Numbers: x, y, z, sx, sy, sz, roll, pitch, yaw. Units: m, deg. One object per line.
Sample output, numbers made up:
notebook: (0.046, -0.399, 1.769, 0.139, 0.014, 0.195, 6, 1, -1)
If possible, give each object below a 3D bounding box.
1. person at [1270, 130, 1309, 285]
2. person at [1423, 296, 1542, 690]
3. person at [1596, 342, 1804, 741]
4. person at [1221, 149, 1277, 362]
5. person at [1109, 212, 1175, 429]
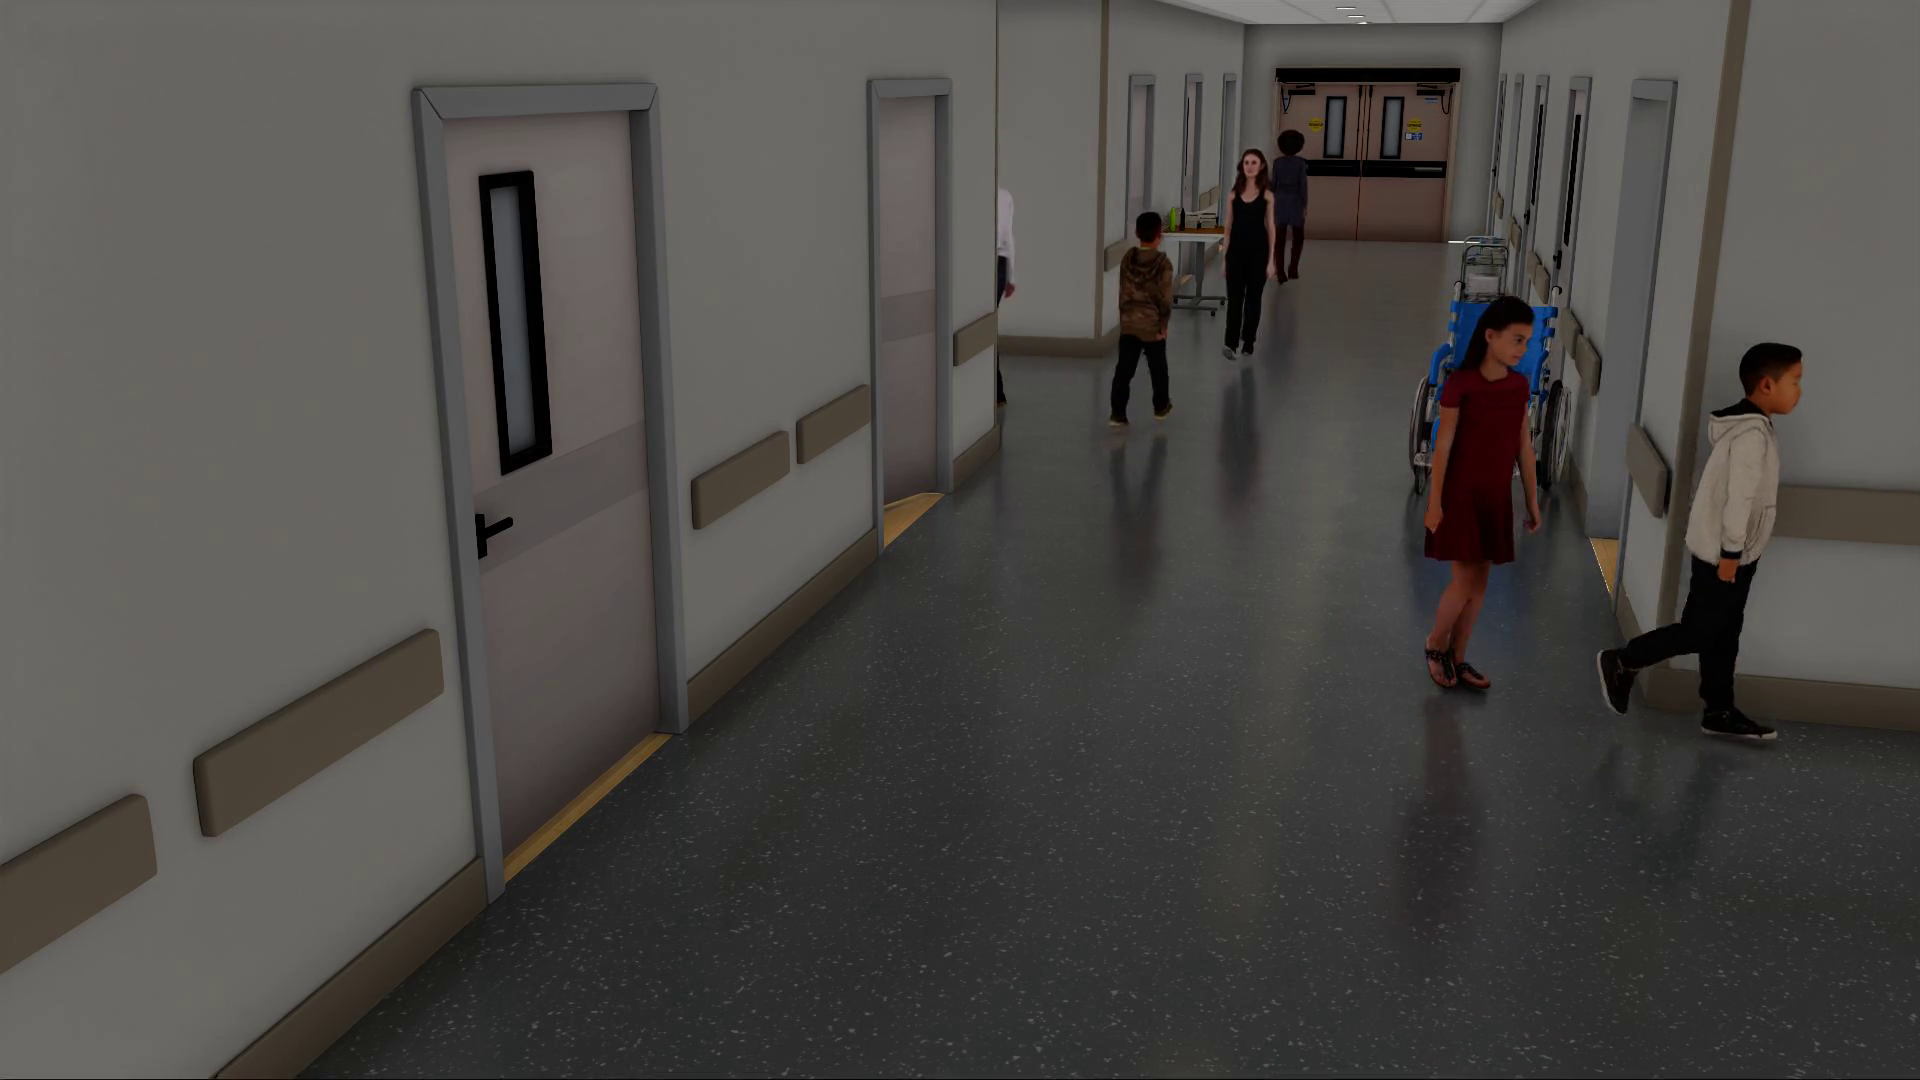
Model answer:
person: (3.684, -3.744, 18.787, 0.674, 1.695, 0.699, 8, 17, 25)
person: (1.955, -0.186, 6.456, 0.703, 1.537, 0.761, -7, 17, -22)
person: (2.661, 0.015, 5.942, 0.760, 1.430, 0.846, 8, 18, 27)
person: (2.417, -2.350, 13.802, 0.623, 1.717, 1.018, 5, 16, 16)
person: (1.181, -1.420, 11.050, 0.709, 1.420, 1.022, 8, 17, 25)
